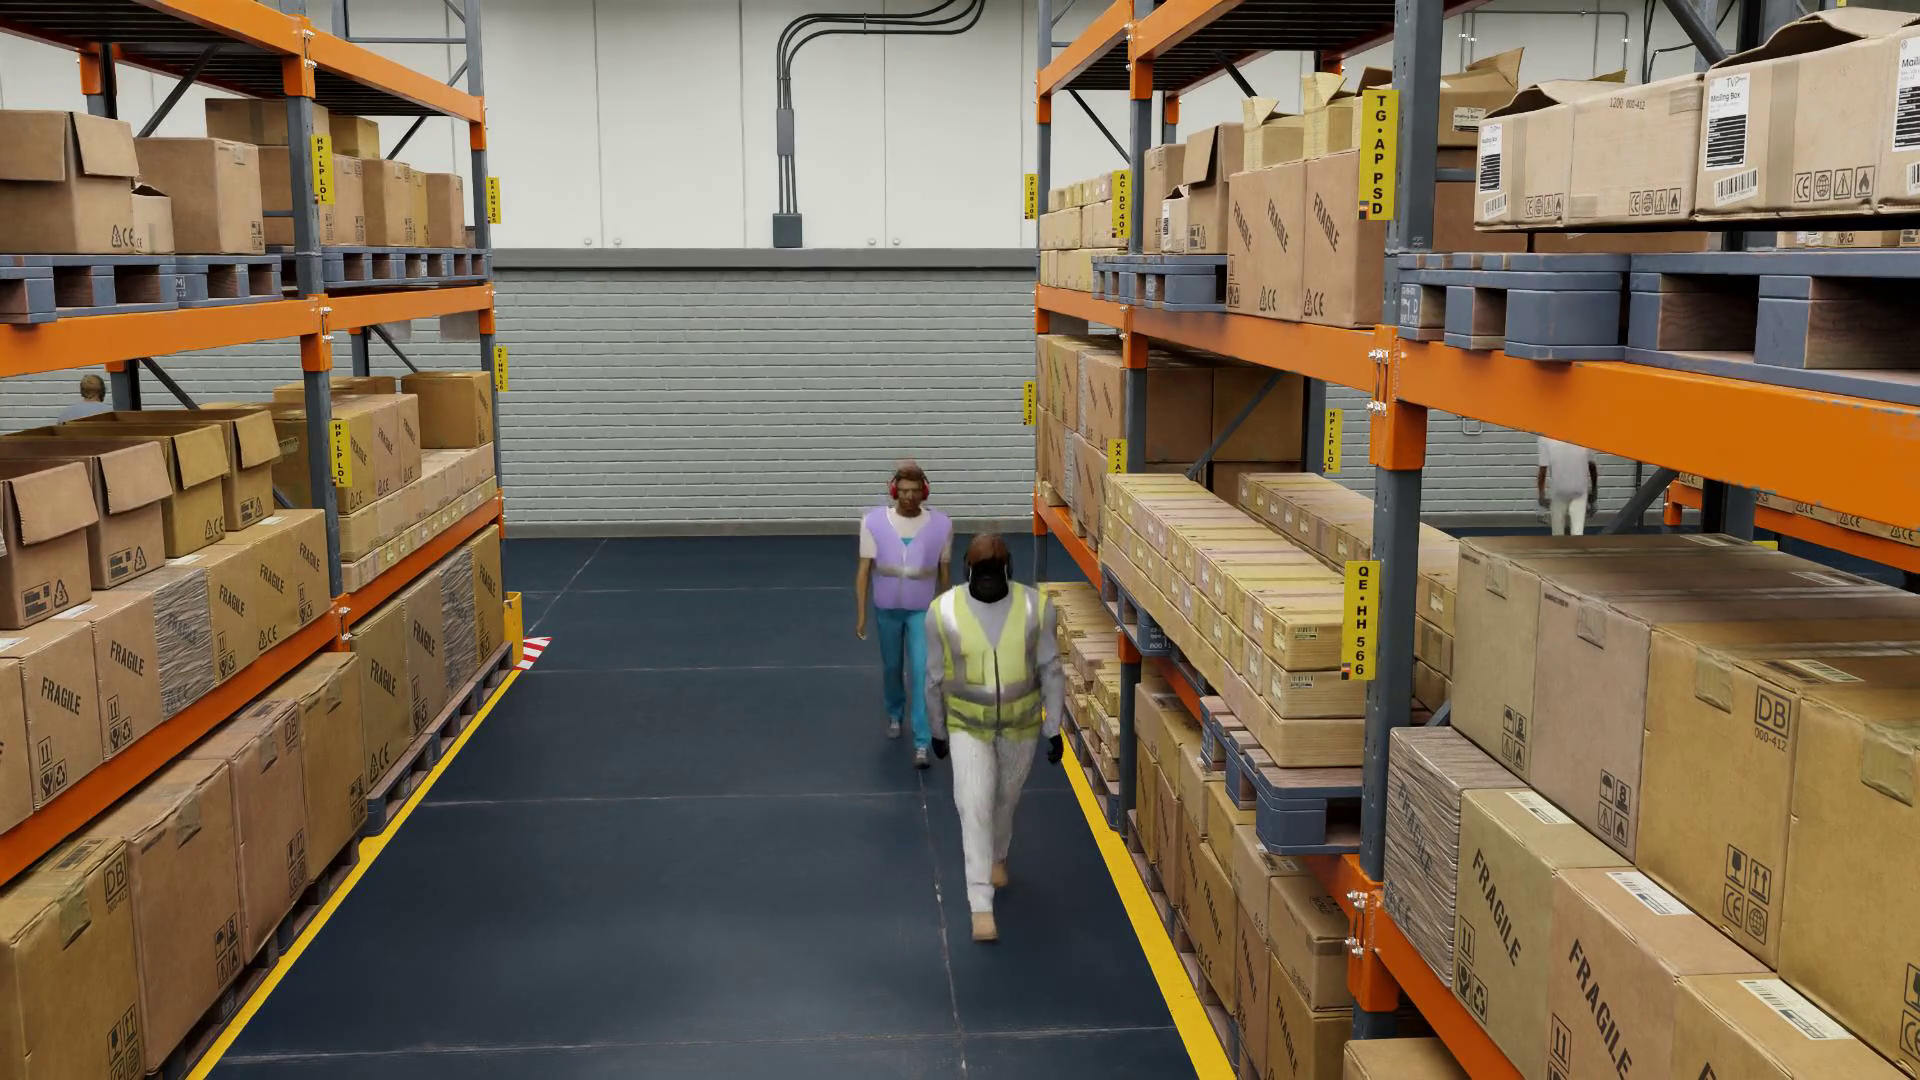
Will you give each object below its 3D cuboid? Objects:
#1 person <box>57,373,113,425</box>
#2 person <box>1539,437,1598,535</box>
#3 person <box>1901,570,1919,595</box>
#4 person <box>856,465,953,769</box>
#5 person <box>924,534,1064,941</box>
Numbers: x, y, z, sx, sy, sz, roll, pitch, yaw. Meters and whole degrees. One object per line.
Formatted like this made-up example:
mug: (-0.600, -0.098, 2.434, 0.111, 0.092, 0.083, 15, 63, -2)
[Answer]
person: (-8.227, -0.618, 15.888, 0.633, 1.936, 0.353, -1, 10, -8)
person: (5.315, -0.327, 14.531, 0.514, 1.806, 0.952, 3, 10, 17)
person: (7.297, -0.093, 12.491, 0.691, 2.000, 1.021, -1, 10, -6)
person: (-0.334, 0.422, 10.197, 0.586, 1.797, 0.981, 0, 10, 0)
person: (0.153, 0.849, 7.710, 0.623, 1.798, 0.965, -1, 10, -7)
